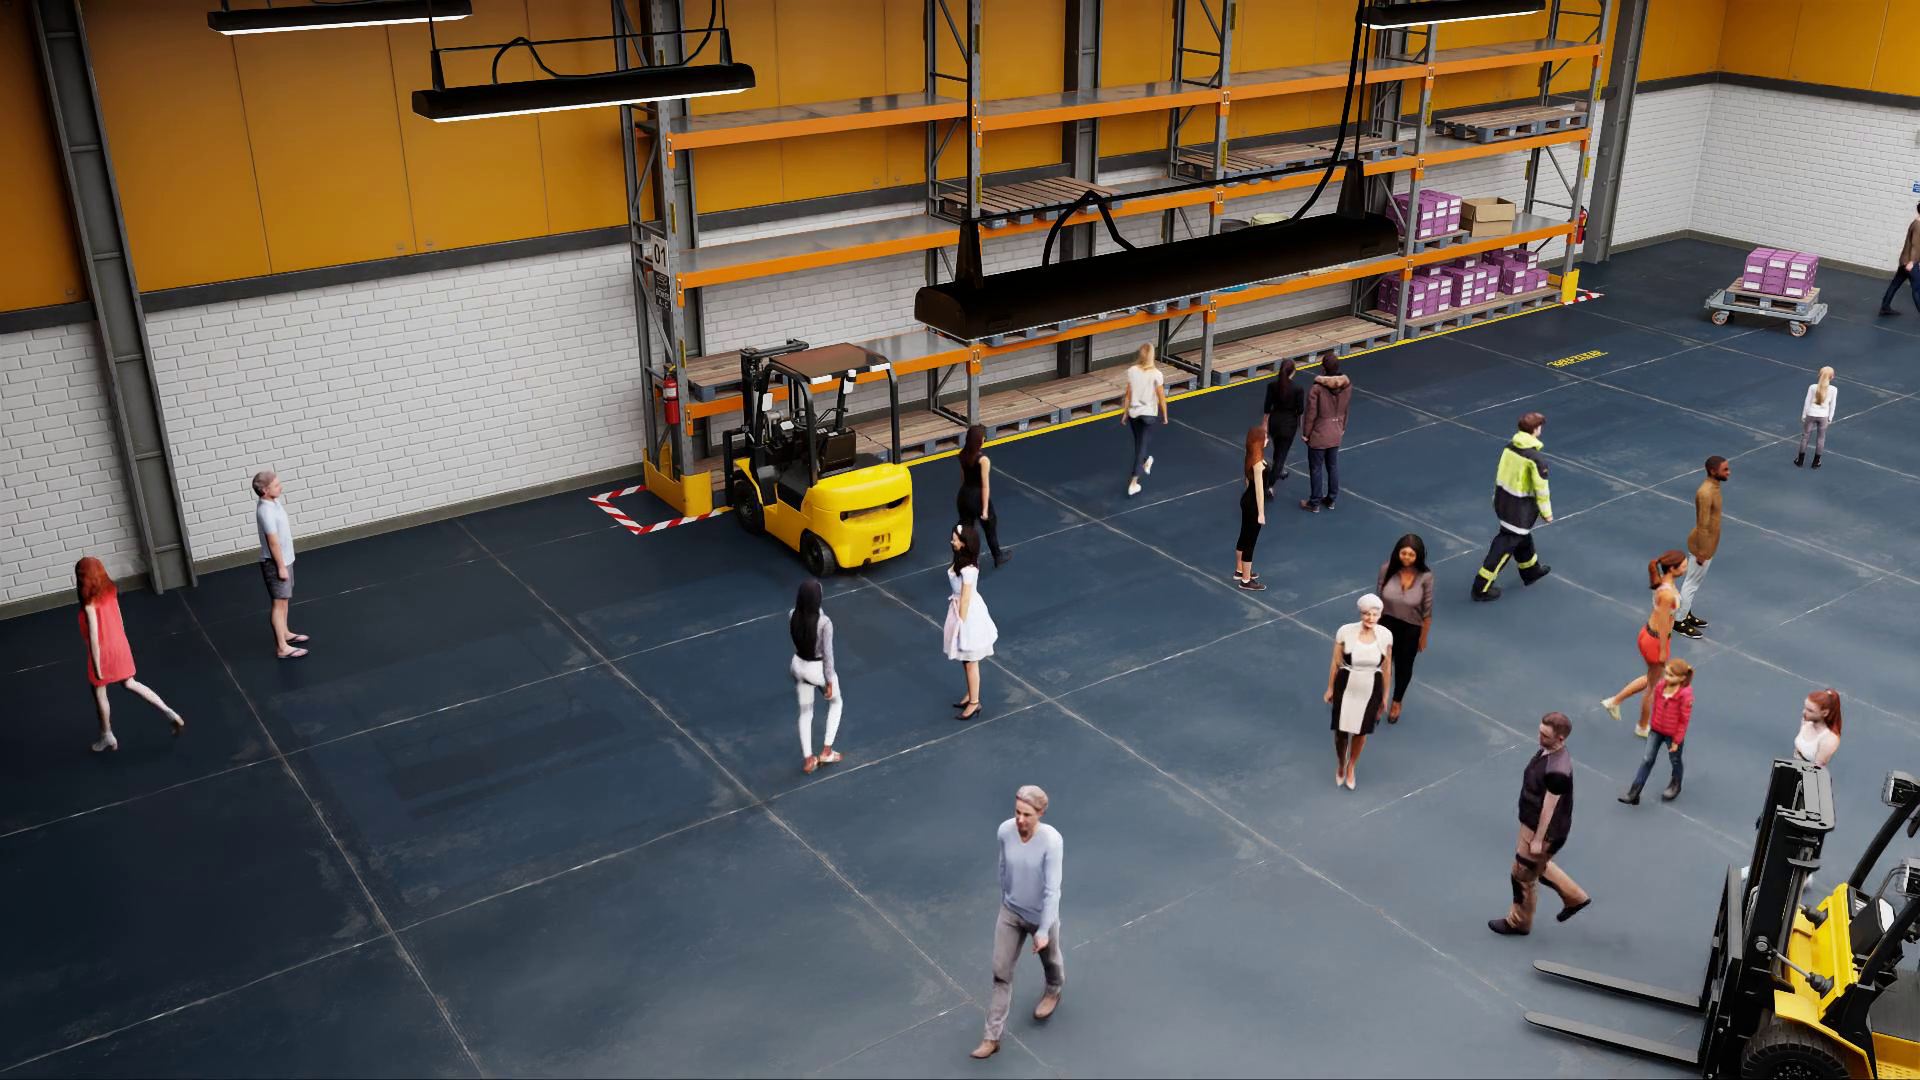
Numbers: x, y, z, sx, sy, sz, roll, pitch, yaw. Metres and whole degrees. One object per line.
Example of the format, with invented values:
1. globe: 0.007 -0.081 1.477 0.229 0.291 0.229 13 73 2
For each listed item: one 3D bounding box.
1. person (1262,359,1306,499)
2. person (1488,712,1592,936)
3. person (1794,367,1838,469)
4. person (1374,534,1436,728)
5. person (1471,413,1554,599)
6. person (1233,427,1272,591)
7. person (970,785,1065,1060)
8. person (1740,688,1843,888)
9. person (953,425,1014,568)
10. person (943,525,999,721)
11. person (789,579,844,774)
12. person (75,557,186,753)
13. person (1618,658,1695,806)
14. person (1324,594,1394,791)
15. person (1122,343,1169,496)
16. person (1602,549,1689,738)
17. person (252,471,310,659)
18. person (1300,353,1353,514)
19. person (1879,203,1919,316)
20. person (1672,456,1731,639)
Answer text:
1. person: 3.706 -1.238 19.276 0.820 1.608 1.126 16 28 32
2. person: 4.164 2.012 11.589 1.042 1.812 0.998 6 24 13
3. person: 10.467 -1.506 20.301 0.575 1.279 0.616 10 26 22
4. person: 3.836 0.751 14.455 0.813 1.825 0.864 9 25 20
5. person: 5.526 -0.300 16.729 1.338 1.930 1.074 -5 24 -12
6. person: 3.000 -0.344 17.085 0.658 1.726 0.641 -2 24 -4
7. person: 0.503 2.383 10.709 1.001 1.836 1.293 13 27 27
8. person: 6.234 1.843 12.084 0.962 1.723 0.867 1 24 2
9. person: 0.095 -0.350 17.196 0.744 1.647 1.081 21 31 39
10. person: 0.062 0.715 14.552 0.890 1.813 0.844 -2 24 -4
11. person: -1.266 1.150 13.684 0.700 1.712 0.744 14 27 28
12. person: -7.042 0.985 13.950 1.138 1.802 1.047 3 24 7
13. person: 5.720 1.540 13.325 0.887 1.285 0.512 -16 28 -32
14. person: 3.223 1.205 13.519 0.800 1.743 0.866 2 24 5
15. person: 2.102 -1.384 19.406 0.972 1.771 1.216 12 26 25
16. person: 5.860 0.884 14.211 0.899 1.778 0.851 6 24 13
17. person: -6.457 0.206 15.697 0.667 1.829 0.701 -6 24 -13
18. person: 4.159 -1.223 18.947 0.660 1.845 0.858 -11 26 -23
19. person: 14.891 -4.409 26.223 1.080 1.855 1.104 8 25 19
20. person: 7.183 0.038 16.099 0.781 1.816 0.636 13 27 27
